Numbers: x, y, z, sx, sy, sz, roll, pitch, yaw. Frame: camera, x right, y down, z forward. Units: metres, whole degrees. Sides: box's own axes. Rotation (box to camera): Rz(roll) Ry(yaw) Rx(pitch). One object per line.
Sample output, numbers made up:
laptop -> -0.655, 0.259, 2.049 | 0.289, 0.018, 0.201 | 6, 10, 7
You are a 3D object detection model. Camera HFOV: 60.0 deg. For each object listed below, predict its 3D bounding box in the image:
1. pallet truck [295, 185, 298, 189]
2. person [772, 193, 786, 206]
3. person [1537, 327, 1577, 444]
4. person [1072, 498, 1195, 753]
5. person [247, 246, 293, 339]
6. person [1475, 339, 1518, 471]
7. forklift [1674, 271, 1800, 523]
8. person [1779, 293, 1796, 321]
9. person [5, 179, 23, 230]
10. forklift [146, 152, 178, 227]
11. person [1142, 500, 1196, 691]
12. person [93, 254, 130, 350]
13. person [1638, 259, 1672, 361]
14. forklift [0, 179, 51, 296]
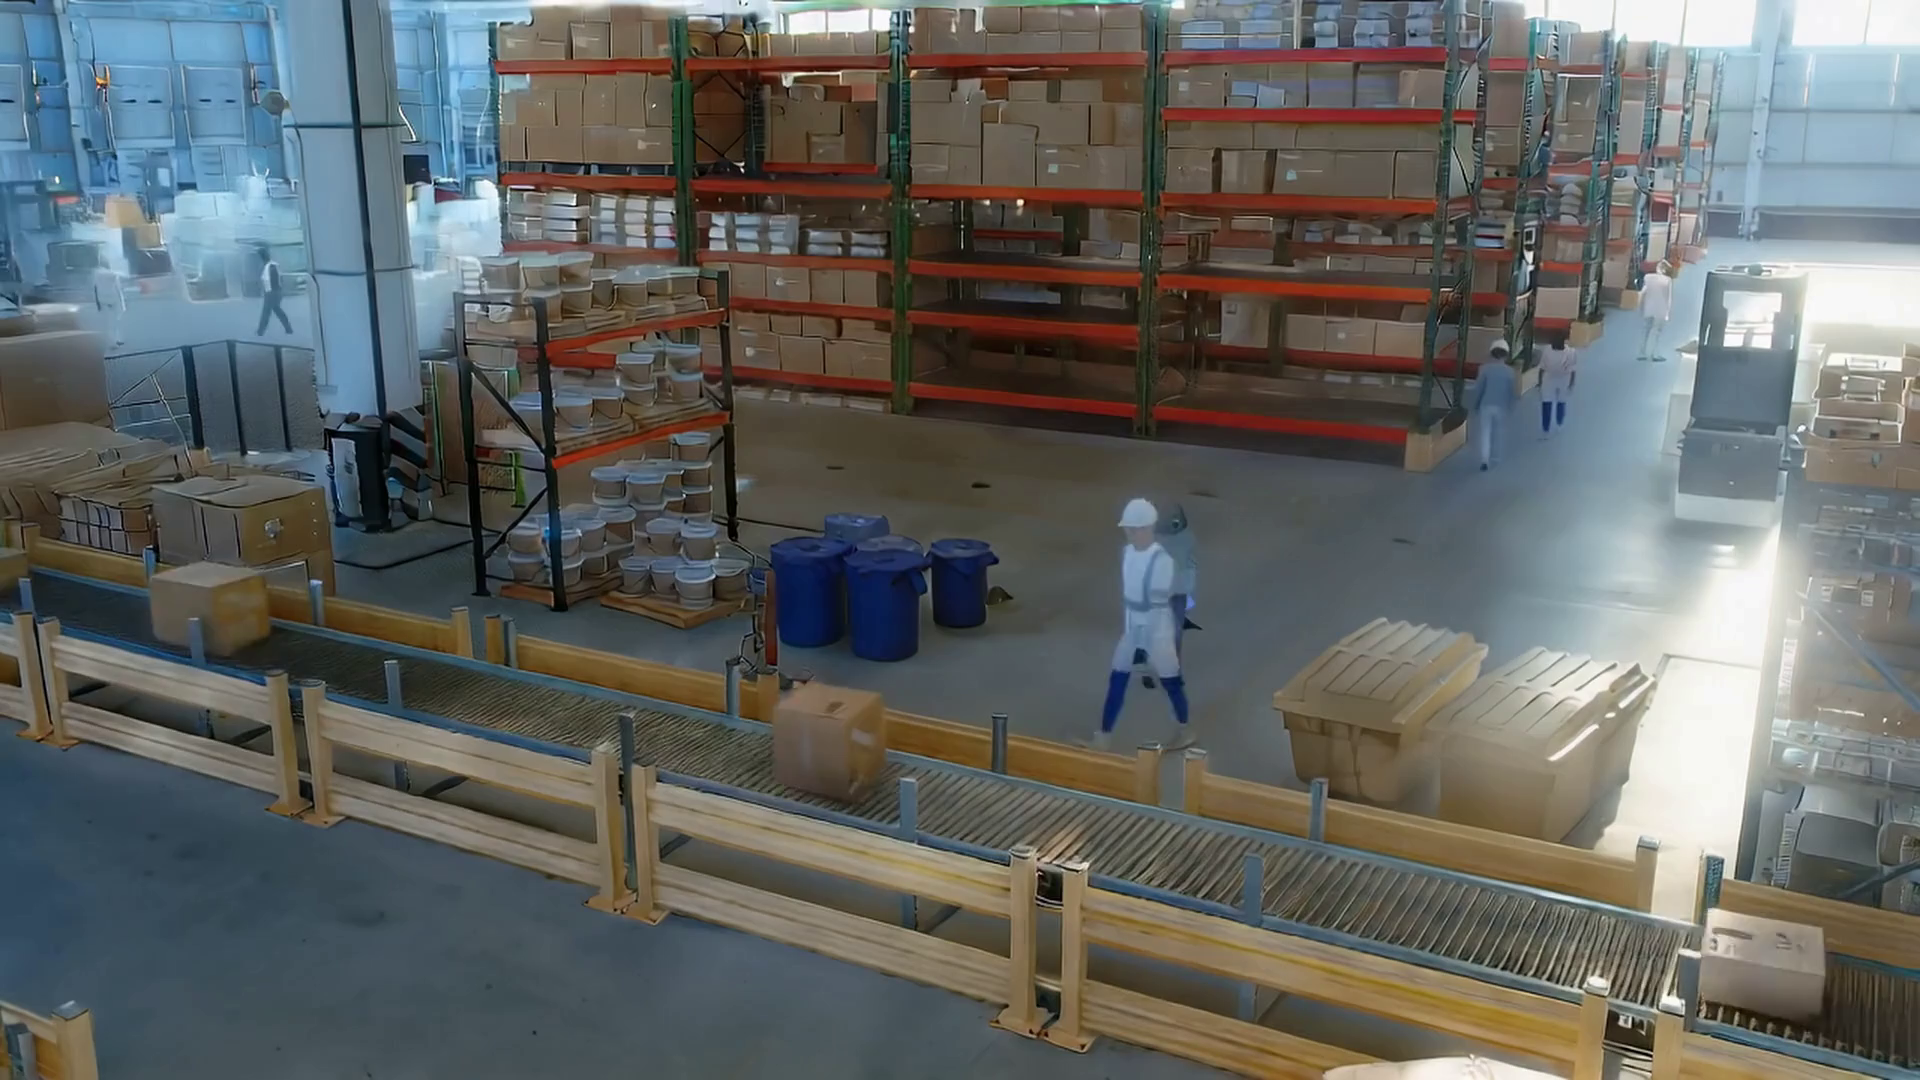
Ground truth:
pallet truck -> -26.804, -14.617, 69.738 | 1.885, 1.965, 0.823 | -14, 20, -42
person -> -5.958, -10.770, 55.576 | 0.624, 1.845, 0.430 | 2, 15, 9
person -> 8.544, -2.242, 23.843 | 0.542, 1.668, 0.684 | 6, 16, 21
person -> 1.342, 0.669, 12.302 | 1.042, 1.991, 0.620 | -8, 17, -28
person -> -14.187, -5.043, 33.978 | 0.971, 1.867, 0.625 | -10, 18, -34
person -> 7.079, -1.789, 22.040 | 0.529, 1.729, 0.871 | 6, 16, 22
forklift -> 9.269, -1.763, 19.726 | 1.129, 2.768, 1.873 | 8, 17, 27
person -> 15.654, -4.246, 31.470 | 0.280, 1.624, 0.493 | 4, 15, 14
person -> -35.470, -12.584, 62.362 | 0.630, 1.873, 0.993 | 7, 16, 24
forklift -> -30.086, -13.242, 62.882 | 1.873, 2.768, 1.129 | 8, 17, 28
person -> 1.721, 0.451, 13.810 | 0.495, 1.625, 0.281 | -5, 16, -19
person -> -16.653, -4.676, 32.657 | 0.575, 1.840, 0.768 | -3, 15, -11
person -> 13.054, -4.303, 31.163 | 0.399, 1.900, 0.645 | -8, 17, -28
forklift -> -23.297, -7.616, 41.731 | 1.873, 2.768, 1.129 | 8, 17, 28
